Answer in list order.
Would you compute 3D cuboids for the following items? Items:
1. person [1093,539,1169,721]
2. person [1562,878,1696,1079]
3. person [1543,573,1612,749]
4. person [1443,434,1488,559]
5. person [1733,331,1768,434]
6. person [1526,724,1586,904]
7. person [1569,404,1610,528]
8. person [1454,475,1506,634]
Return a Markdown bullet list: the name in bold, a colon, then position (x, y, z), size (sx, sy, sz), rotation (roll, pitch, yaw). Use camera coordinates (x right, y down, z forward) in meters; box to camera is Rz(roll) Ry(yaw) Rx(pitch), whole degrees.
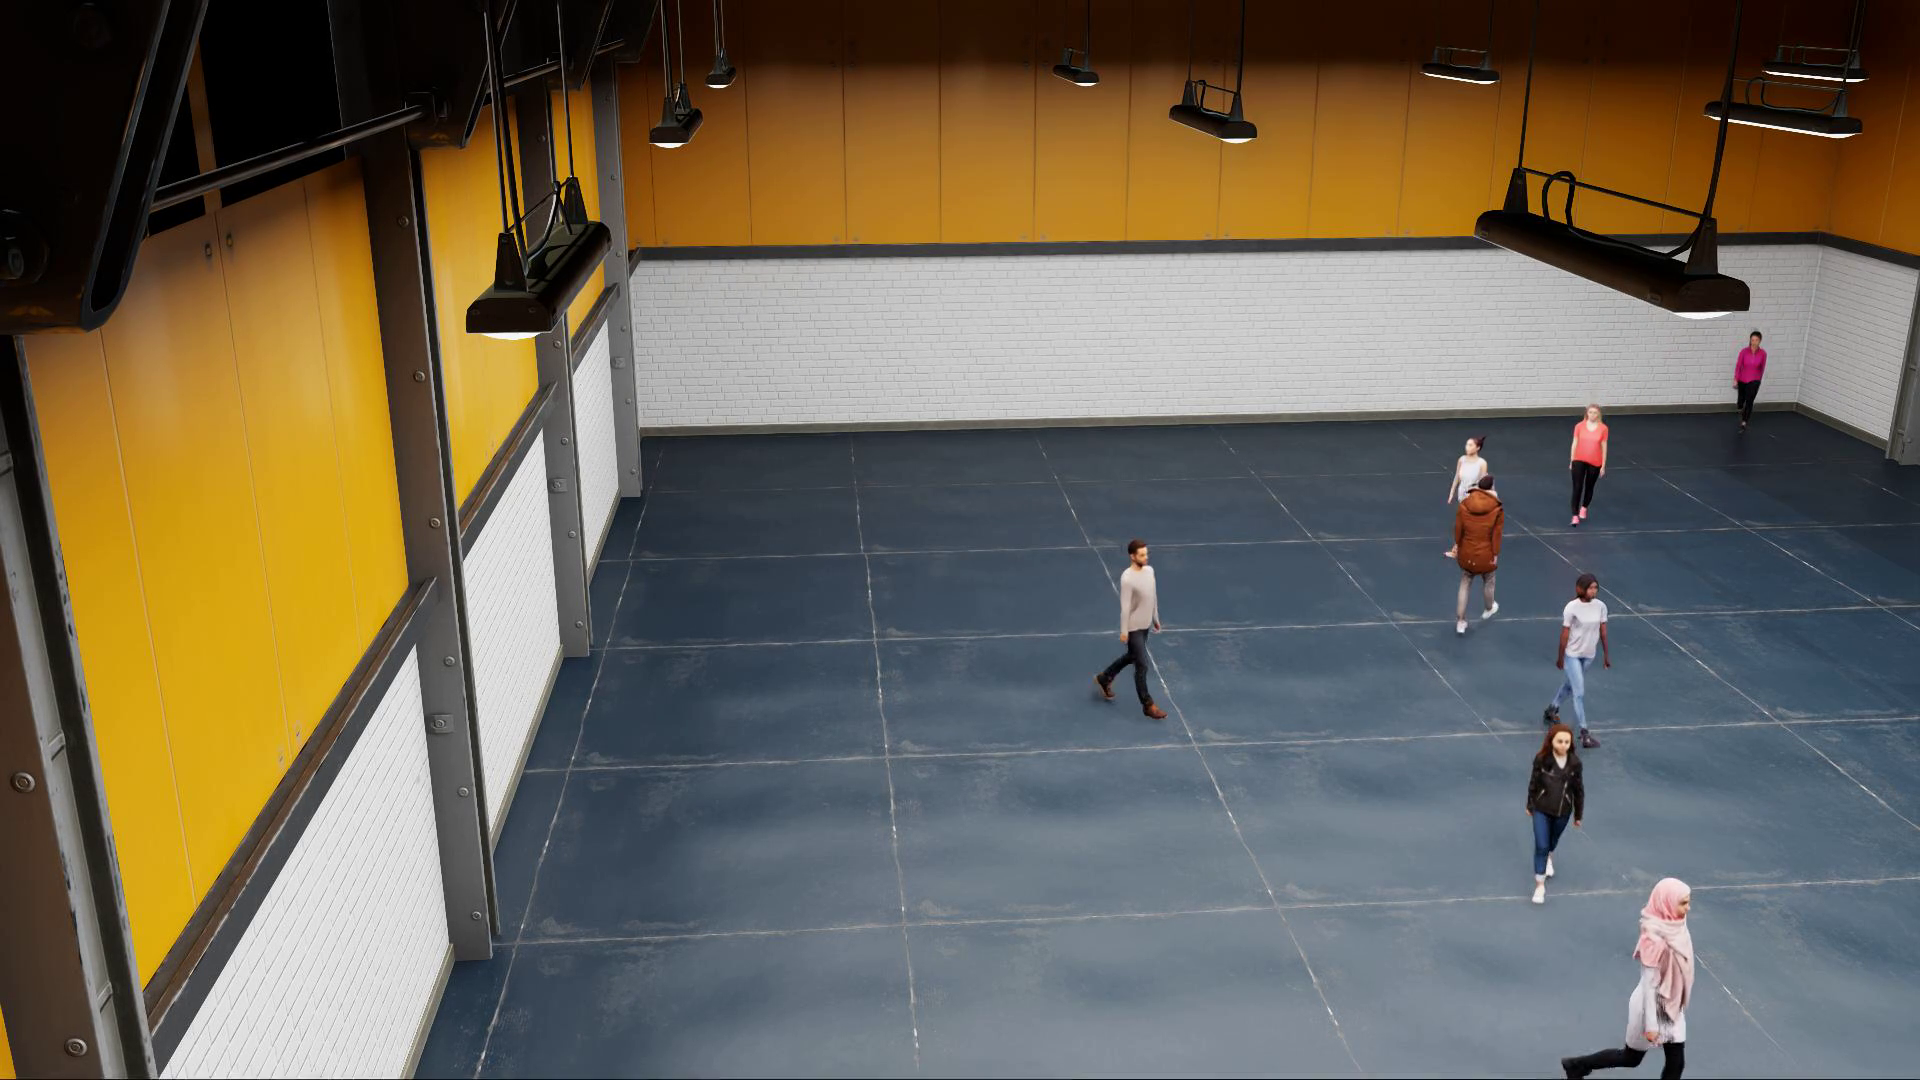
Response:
- **person**: position (1.717, 0.855, 16.684), size (1.163, 1.841, 1.161), rotation (13, 22, 33)
- **person**: position (4.311, 2.953, 10.559), size (1.064, 1.775, 1.197), rotation (-17, 25, -41)
- **person**: position (5.964, 1.124, 16.147), size (0.766, 1.676, 1.183), rotation (-6, 19, -16)
- **person**: position (6.576, -0.554, 21.306), size (1.000, 1.563, 1.074), rotation (-13, 23, -34)
- **person**: position (12.940, -2.599, 27.242), size (0.969, 1.650, 1.184), rotation (8, 20, 23)
- **person**: position (4.798, 2.143, 13.478), size (0.761, 1.447, 1.046), rotation (4, 19, 10)
- **person**: position (8.518, -1.019, 22.562), size (0.950, 1.641, 1.206), rotation (7, 20, 20)
- **person**: position (5.794, 0.196, 18.716), size (1.095, 1.795, 1.202), rotation (11, 22, 30)
